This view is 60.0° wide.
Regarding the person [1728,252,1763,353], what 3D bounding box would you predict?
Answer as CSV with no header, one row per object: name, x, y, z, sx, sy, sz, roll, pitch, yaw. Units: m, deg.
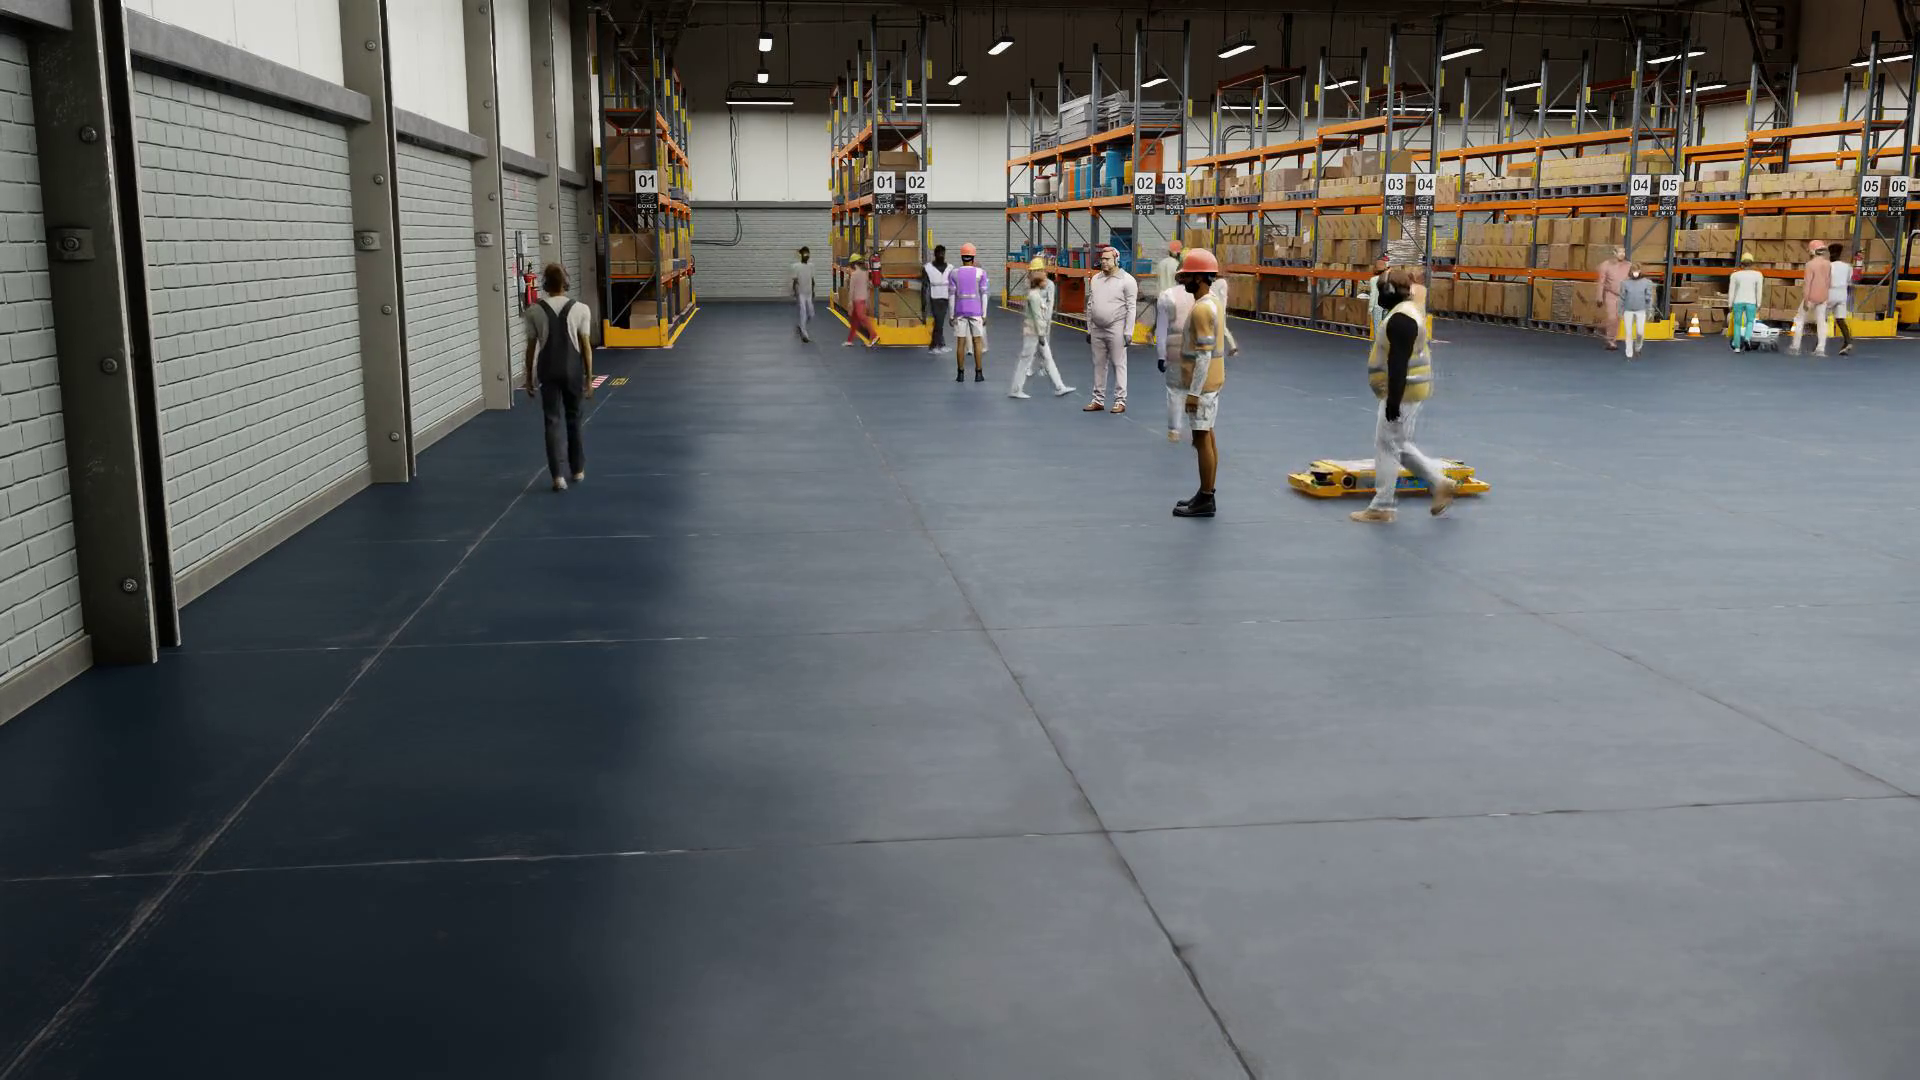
person,13.692,-4.138,29.038,0.543,1.755,0.382,4,11,23

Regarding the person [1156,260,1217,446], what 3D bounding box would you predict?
person,2.232,-1.828,16.267,0.633,1.814,0.852,-1,10,-4

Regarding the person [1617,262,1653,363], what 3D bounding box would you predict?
person,10.885,-3.670,26.844,0.531,1.618,0.351,5,12,27

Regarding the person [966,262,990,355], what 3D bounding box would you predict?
person,0.261,-4.004,28.802,0.517,1.589,0.843,1,10,6

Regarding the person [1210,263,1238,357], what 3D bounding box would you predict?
person,4.349,-3.859,27.954,0.803,1.599,0.508,-6,12,-29

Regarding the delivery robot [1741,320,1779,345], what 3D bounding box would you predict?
delivery robot,14.164,-3.672,29.544,0.477,0.478,0.707,-5,11,-26

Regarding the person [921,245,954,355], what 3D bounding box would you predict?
person,-0.297,-4.108,28.575,0.589,1.863,1.000,-6,12,-31

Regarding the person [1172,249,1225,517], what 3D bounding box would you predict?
person,1.732,-1.133,12.082,0.363,1.939,0.542,3,11,16

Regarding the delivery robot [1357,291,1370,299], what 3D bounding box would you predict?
delivery robot,10.863,-6.464,44.847,0.477,0.478,0.707,-1,10,-7

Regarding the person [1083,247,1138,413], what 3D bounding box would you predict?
person,1.718,-2.420,19.229,0.638,1.910,0.407,8,13,37

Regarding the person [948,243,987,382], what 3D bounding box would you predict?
person,0.112,-3.185,23.337,0.544,1.939,0.372,1,10,4

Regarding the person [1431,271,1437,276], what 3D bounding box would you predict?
person,14.758,-8.456,52.091,0.385,1.990,0.608,7,13,34

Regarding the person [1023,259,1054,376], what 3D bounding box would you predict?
person,1.121,-3.225,24.205,0.493,1.702,0.849,3,11,15

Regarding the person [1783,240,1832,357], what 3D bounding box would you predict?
person,14.511,-4.121,28.392,0.642,1.956,0.858,-4,11,-20

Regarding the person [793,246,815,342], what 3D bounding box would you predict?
person,-3.030,-4.739,32.097,0.510,1.854,0.494,-7,13,-35

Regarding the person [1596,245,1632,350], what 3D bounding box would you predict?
person,11.818,-4.333,29.794,0.649,1.882,0.710,-2,10,-9

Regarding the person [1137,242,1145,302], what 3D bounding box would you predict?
person,5.223,-7.929,49.461,0.539,1.894,0.691,-3,11,-14

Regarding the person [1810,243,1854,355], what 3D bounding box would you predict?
person,15.105,-4.147,28.649,0.610,1.941,0.933,-1,10,-6

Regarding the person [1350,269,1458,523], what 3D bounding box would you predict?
person,3.200,-1.019,11.851,0.683,1.805,0.654,3,11,14

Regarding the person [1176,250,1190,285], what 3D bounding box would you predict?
person,4.088,-4.190,29.221,0.621,1.801,0.624,-4,11,-21

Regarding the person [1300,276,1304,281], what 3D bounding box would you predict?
person,9.294,-7.368,46.037,0.652,2.014,0.776,-3,11,-16

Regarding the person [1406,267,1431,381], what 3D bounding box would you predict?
person,6.367,-3.050,23.527,0.537,1.585,0.864,-8,13,-37

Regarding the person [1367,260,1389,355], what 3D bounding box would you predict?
person,7.188,-3.967,28.459,0.498,1.633,0.287,-6,12,-28

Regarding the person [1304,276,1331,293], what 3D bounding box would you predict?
person,8.922,-6.473,41.530,0.645,1.881,1.083,-1,10,-5

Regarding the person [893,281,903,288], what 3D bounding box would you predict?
person,-1.888,-7.707,47.925,0.908,2.018,0.615,-1,10,-6

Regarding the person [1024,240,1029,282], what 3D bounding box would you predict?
person,2.023,-7.920,49.296,0.373,1.940,0.629,-1,10,-5

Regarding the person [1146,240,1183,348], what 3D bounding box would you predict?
person,3.672,-4.320,29.485,0.607,1.959,0.635,-7,12,-34

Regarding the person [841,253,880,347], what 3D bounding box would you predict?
person,-1.838,-4.432,30.740,0.838,1.729,0.545,5,11,24

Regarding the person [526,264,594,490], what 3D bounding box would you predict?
person,-3.239,-1.321,13.470,0.533,1.814,0.798,-2,11,-10

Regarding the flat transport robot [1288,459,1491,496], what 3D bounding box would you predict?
flat transport robot,3.402,-0.506,13.221,1.431,0.197,0.652,-1,10,-8

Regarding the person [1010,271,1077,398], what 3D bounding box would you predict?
person,1.028,-2.561,20.865,0.833,1.592,0.530,2,11,13
